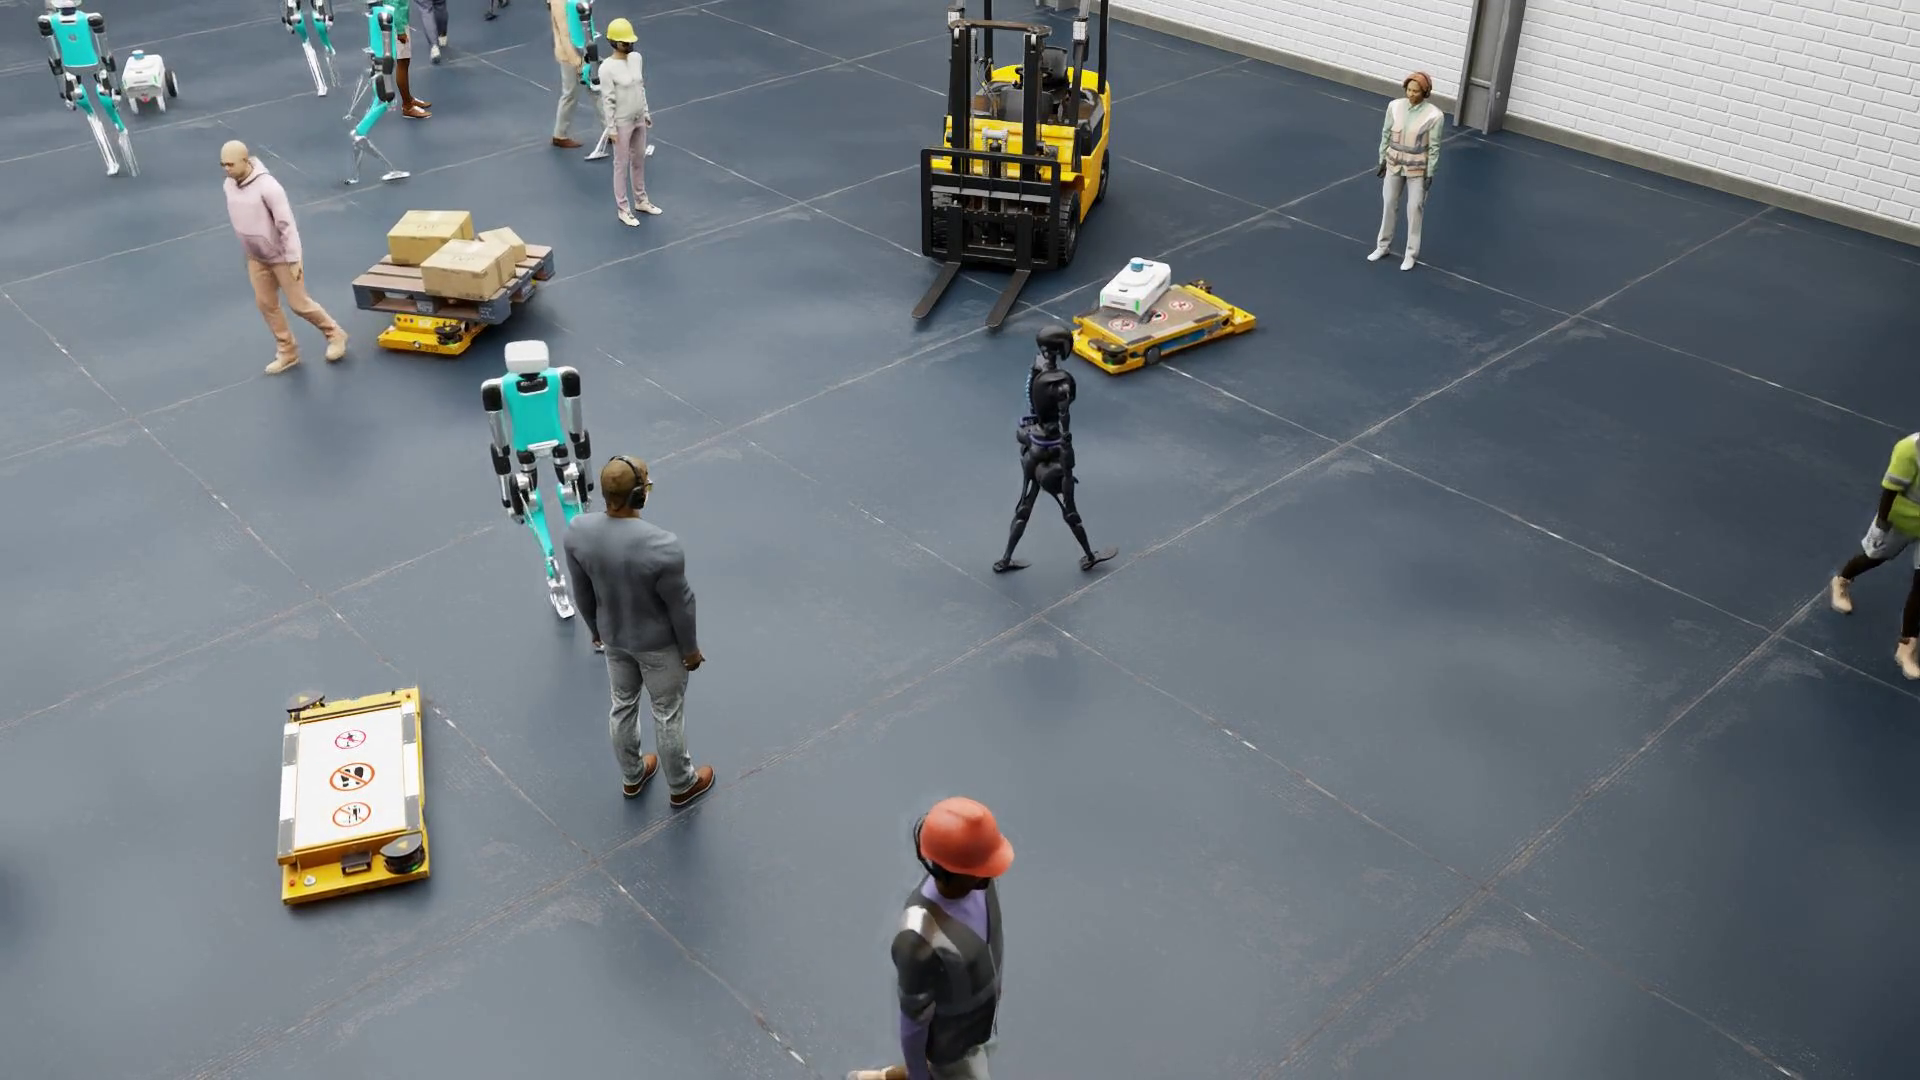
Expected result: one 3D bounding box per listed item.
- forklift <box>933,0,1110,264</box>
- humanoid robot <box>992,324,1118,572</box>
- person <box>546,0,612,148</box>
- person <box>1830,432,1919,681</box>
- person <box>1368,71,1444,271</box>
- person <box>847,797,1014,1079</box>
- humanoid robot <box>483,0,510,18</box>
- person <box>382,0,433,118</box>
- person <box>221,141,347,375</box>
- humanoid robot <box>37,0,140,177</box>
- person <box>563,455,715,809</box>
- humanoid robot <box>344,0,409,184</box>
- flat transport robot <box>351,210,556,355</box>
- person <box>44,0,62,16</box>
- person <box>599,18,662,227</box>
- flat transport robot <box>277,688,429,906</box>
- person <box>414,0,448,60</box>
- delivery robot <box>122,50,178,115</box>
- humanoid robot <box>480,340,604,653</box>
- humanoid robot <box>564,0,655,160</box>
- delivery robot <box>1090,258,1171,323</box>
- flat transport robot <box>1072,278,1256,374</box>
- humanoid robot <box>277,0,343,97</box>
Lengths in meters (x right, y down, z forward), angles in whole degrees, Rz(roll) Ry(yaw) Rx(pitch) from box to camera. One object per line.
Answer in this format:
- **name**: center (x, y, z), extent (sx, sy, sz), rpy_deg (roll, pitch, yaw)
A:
- **forklift**: center (0.570, -3.725, 14.138), extent (1.214, 2.155, 2.313), rpy_deg (9, 34, 13)
- **humanoid robot**: center (0.563, -0.540, 9.744), extent (0.739, 1.630, 0.606), rpy_deg (-11, 35, -16)
- **person**: center (-3.609, -4.625, 15.843), extent (0.831, 1.843, 0.578), rpy_deg (5, 33, 7)
- **person**: center (5.226, -0.146, 9.125), extent (0.538, 1.654, 0.861), rpy_deg (0, 33, 0)
- **person**: center (3.642, -3.012, 13.554), extent (0.517, 1.633, 0.316), rpy_deg (25, 41, 33)
- **person**: center (-0.070, 1.677, 5.998), extent (0.823, 2.020, 0.609), rpy_deg (15, 36, 22)
- **humanoid robot**: center (-5.648, -7.123, 19.871), extent (0.601, 1.623, 0.785), rpy_deg (9, 34, 13)
- **person**: center (-5.651, -5.185, 16.690), extent (0.397, 1.854, 0.493), rpy_deg (-8, 34, -12)
- **person**: center (-4.937, -2.064, 11.984), extent (0.571, 1.763, 0.545), rpy_deg (12, 35, 18)
- **humanoid robot**: center (-7.928, -4.119, 15.246), extent (0.538, 1.881, 0.733), rpy_deg (-9, 34, -14)
- **person**: center (-1.522, 0.460, 7.943), extent (0.627, 1.933, 0.372), rpy_deg (12, 35, 17)
- **humanoid robot**: center (-5.411, -4.033, 15.120), extent (0.799, 1.885, 0.560), rpy_deg (-15, 36, -22)
- **flat transport robot**: center (-3.915, -1.863, 13.037), extent (0.659, 0.231, 1.431), rpy_deg (7, 34, 11)
- **person**: center (-10.762, -6.889, 19.509), extent (0.324, 1.638, 0.555), rpy_deg (22, 39, 30)
- **person**: center (-2.848, -3.608, 14.346), extent (0.314, 1.766, 0.531), rpy_deg (17, 37, 24)
- **flat transport robot**: center (-3.023, 1.215, 8.306), extent (0.659, 0.231, 1.431), rpy_deg (-9, 34, -14)
- **person**: center (-5.922, -6.310, 18.453), extent (0.793, 1.818, 0.972), rpy_deg (-11, 35, -17)
- **delivery robot**: center (-8.451, -4.773, 17.262), extent (0.499, 0.612, 0.796), rpy_deg (-10, 34, -15)
- **humanoid robot**: center (-2.200, -0.142, 9.078), extent (0.534, 1.815, 0.806), rpy_deg (-13, 35, -19)
- **humanoid robot**: center (-3.244, -4.409, 15.672), extent (0.821, 1.859, 0.531), rpy_deg (-16, 36, -23)
- **delivery robot**: center (1.328, -1.849, 12.770), extent (0.506, 0.614, 0.785), rpy_deg (16, 36, 22)
- **flat transport robot**: center (1.514, -1.638, 12.691), extent (1.431, 0.231, 0.659), rpy_deg (-21, 38, -29)
- **humanoid robot**: center (-6.738, -5.421, 17.263), extent (0.537, 1.892, 0.707), rpy_deg (-7, 34, -10)
